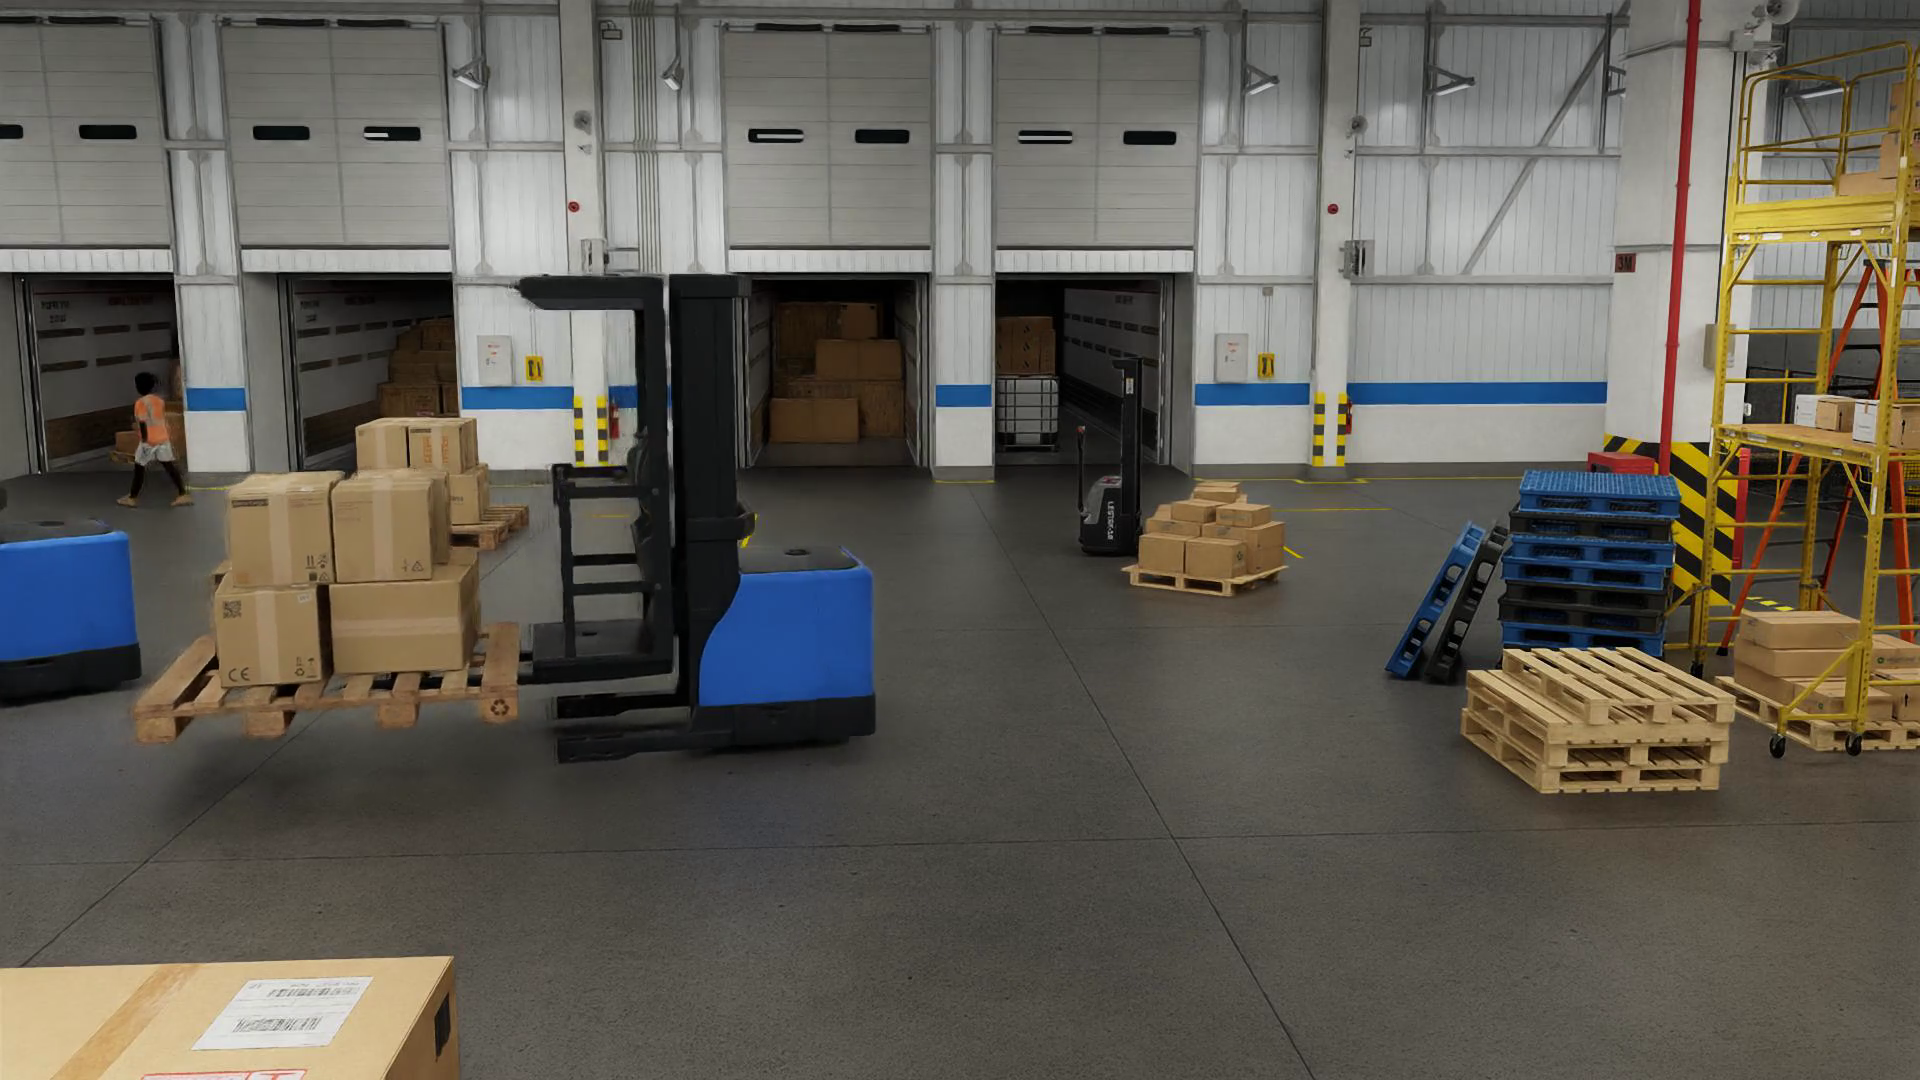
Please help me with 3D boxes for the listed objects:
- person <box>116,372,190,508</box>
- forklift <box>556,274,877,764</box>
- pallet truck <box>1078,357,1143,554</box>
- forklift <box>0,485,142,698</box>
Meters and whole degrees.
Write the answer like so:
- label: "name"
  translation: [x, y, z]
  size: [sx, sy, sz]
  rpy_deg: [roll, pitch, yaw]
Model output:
- label: "person"
  translation: [-9.802, -1.204, 20.161]
  size: [0.885, 1.646, 0.548]
  rpy_deg: [1, 9, 7]
- label: "forklift"
  translation: [-1.514, -0.203, 10.020]
  size: [1.873, 2.768, 1.129]
  rpy_deg: [-2, 9, -14]
- label: "pallet truck"
  translation: [2.088, -0.836, 16.757]
  size: [1.885, 1.965, 0.823]
  rpy_deg: [2, 9, 13]
- label: "forklift"
  translation: [-6.622, -0.356, 10.983]
  size: [1.873, 2.768, 1.129]
  rpy_deg: [-7, 11, -38]
